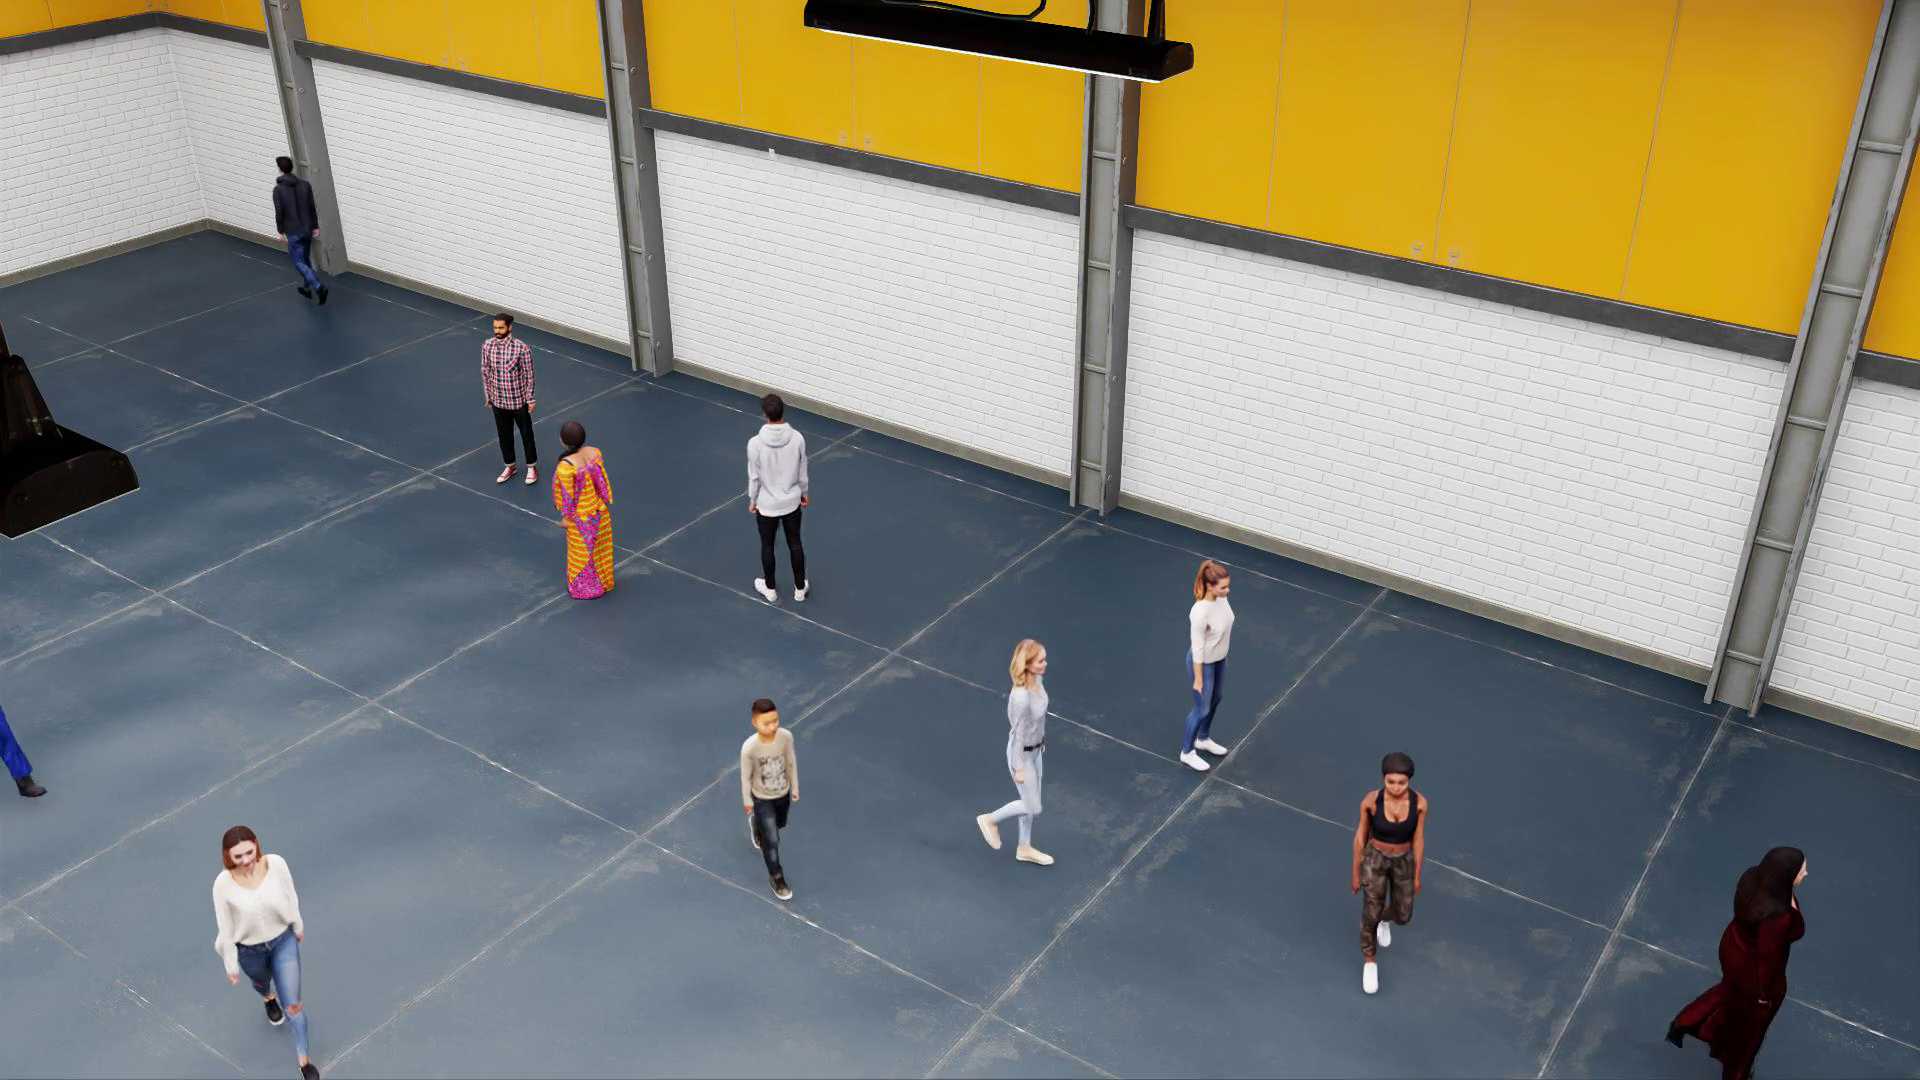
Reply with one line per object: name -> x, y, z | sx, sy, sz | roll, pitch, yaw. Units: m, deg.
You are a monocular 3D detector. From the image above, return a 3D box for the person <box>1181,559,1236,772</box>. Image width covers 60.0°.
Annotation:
person -> 1.822, 0.908, 12.330 | 0.519, 1.725, 0.615 | 18, 33, 29

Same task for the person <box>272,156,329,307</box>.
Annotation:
person -> -8.279, -3.858, 20.922 | 1.150, 1.864, 0.748 | 23, 36, 35

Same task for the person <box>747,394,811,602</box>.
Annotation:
person -> -1.561, -0.343, 14.419 | 0.820, 1.921, 0.842 | -9, 30, -15

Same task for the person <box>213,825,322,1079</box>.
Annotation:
person -> -4.111, 2.350, 9.768 | 0.934, 1.648, 1.216 | -17, 33, -29

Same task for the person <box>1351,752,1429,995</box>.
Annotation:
person -> 2.658, 1.995, 10.373 | 0.846, 1.693, 0.856 | 3, 29, 6

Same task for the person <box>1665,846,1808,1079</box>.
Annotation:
person -> 4.469, 2.424, 9.523 | 0.910, 1.752, 0.858 | 4, 29, 7

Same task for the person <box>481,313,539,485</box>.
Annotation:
person -> -4.479, -1.427, 16.574 | 0.724, 1.761, 0.847 | 3, 29, 6

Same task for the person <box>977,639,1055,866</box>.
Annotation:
person -> 0.370, 1.444, 11.285 | 0.853, 1.785, 0.710 | 11, 30, 19

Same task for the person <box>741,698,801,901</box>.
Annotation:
person -> -1.312, 1.672, 11.224 | 0.739, 1.443, 0.996 | -19, 34, -31

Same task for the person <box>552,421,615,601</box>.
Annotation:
person -> -3.331, -0.302, 14.590 | 0.677, 1.686, 0.668 | 14, 32, 24
